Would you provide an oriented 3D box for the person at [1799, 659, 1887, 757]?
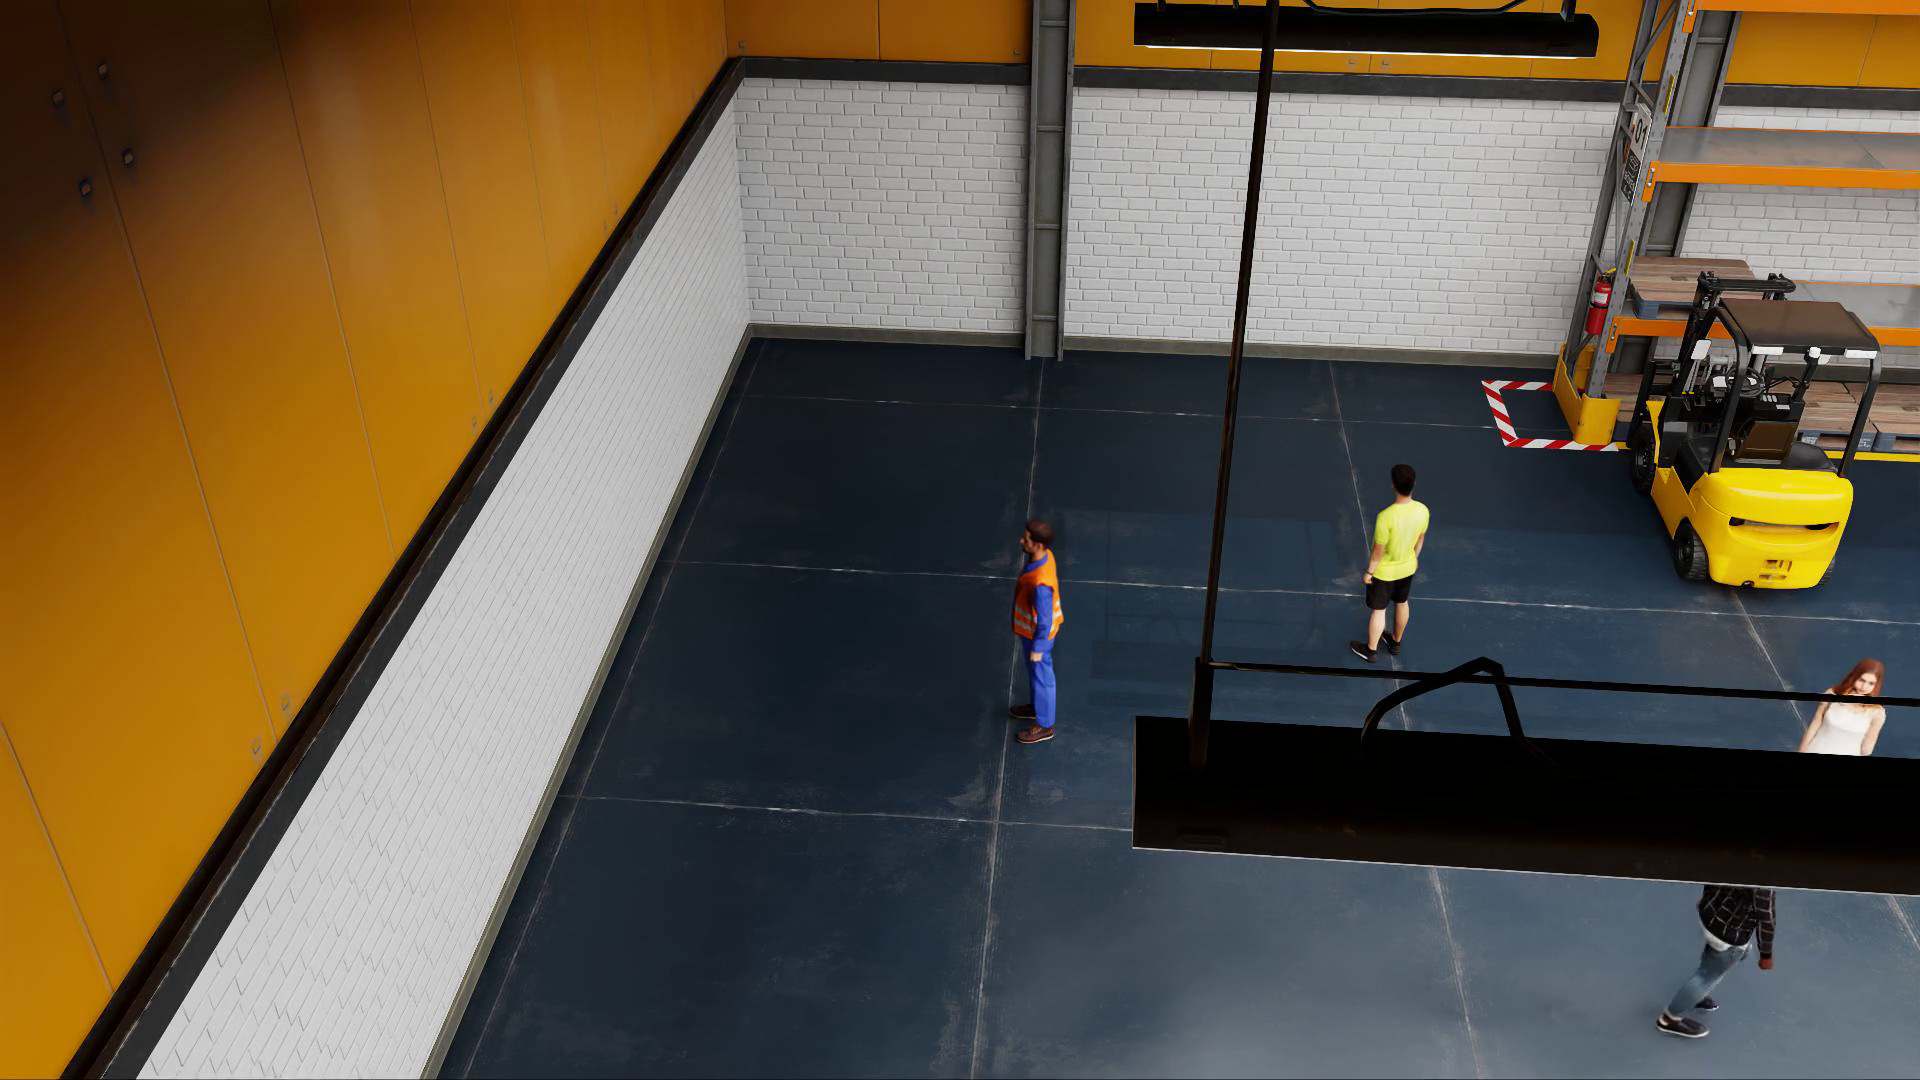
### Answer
[{"bbox_3d":[5.763,1.432,10.979,0.866,1.701,0.890,27,42,34],"label":"person"}]

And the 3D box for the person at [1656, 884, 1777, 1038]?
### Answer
[{"bbox_3d":[4.369,2.231,9.687,0.672,1.801,0.669,2,34,4],"label":"person"}]

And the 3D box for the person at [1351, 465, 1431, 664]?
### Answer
[{"bbox_3d":[3.357,0.186,12.851,0.629,1.705,0.759,-13,36,-18],"label":"person"}]

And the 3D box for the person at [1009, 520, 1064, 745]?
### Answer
[{"bbox_3d":[0.561,0.649,12.014,0.651,1.861,0.716,-2,34,-3],"label":"person"}]
